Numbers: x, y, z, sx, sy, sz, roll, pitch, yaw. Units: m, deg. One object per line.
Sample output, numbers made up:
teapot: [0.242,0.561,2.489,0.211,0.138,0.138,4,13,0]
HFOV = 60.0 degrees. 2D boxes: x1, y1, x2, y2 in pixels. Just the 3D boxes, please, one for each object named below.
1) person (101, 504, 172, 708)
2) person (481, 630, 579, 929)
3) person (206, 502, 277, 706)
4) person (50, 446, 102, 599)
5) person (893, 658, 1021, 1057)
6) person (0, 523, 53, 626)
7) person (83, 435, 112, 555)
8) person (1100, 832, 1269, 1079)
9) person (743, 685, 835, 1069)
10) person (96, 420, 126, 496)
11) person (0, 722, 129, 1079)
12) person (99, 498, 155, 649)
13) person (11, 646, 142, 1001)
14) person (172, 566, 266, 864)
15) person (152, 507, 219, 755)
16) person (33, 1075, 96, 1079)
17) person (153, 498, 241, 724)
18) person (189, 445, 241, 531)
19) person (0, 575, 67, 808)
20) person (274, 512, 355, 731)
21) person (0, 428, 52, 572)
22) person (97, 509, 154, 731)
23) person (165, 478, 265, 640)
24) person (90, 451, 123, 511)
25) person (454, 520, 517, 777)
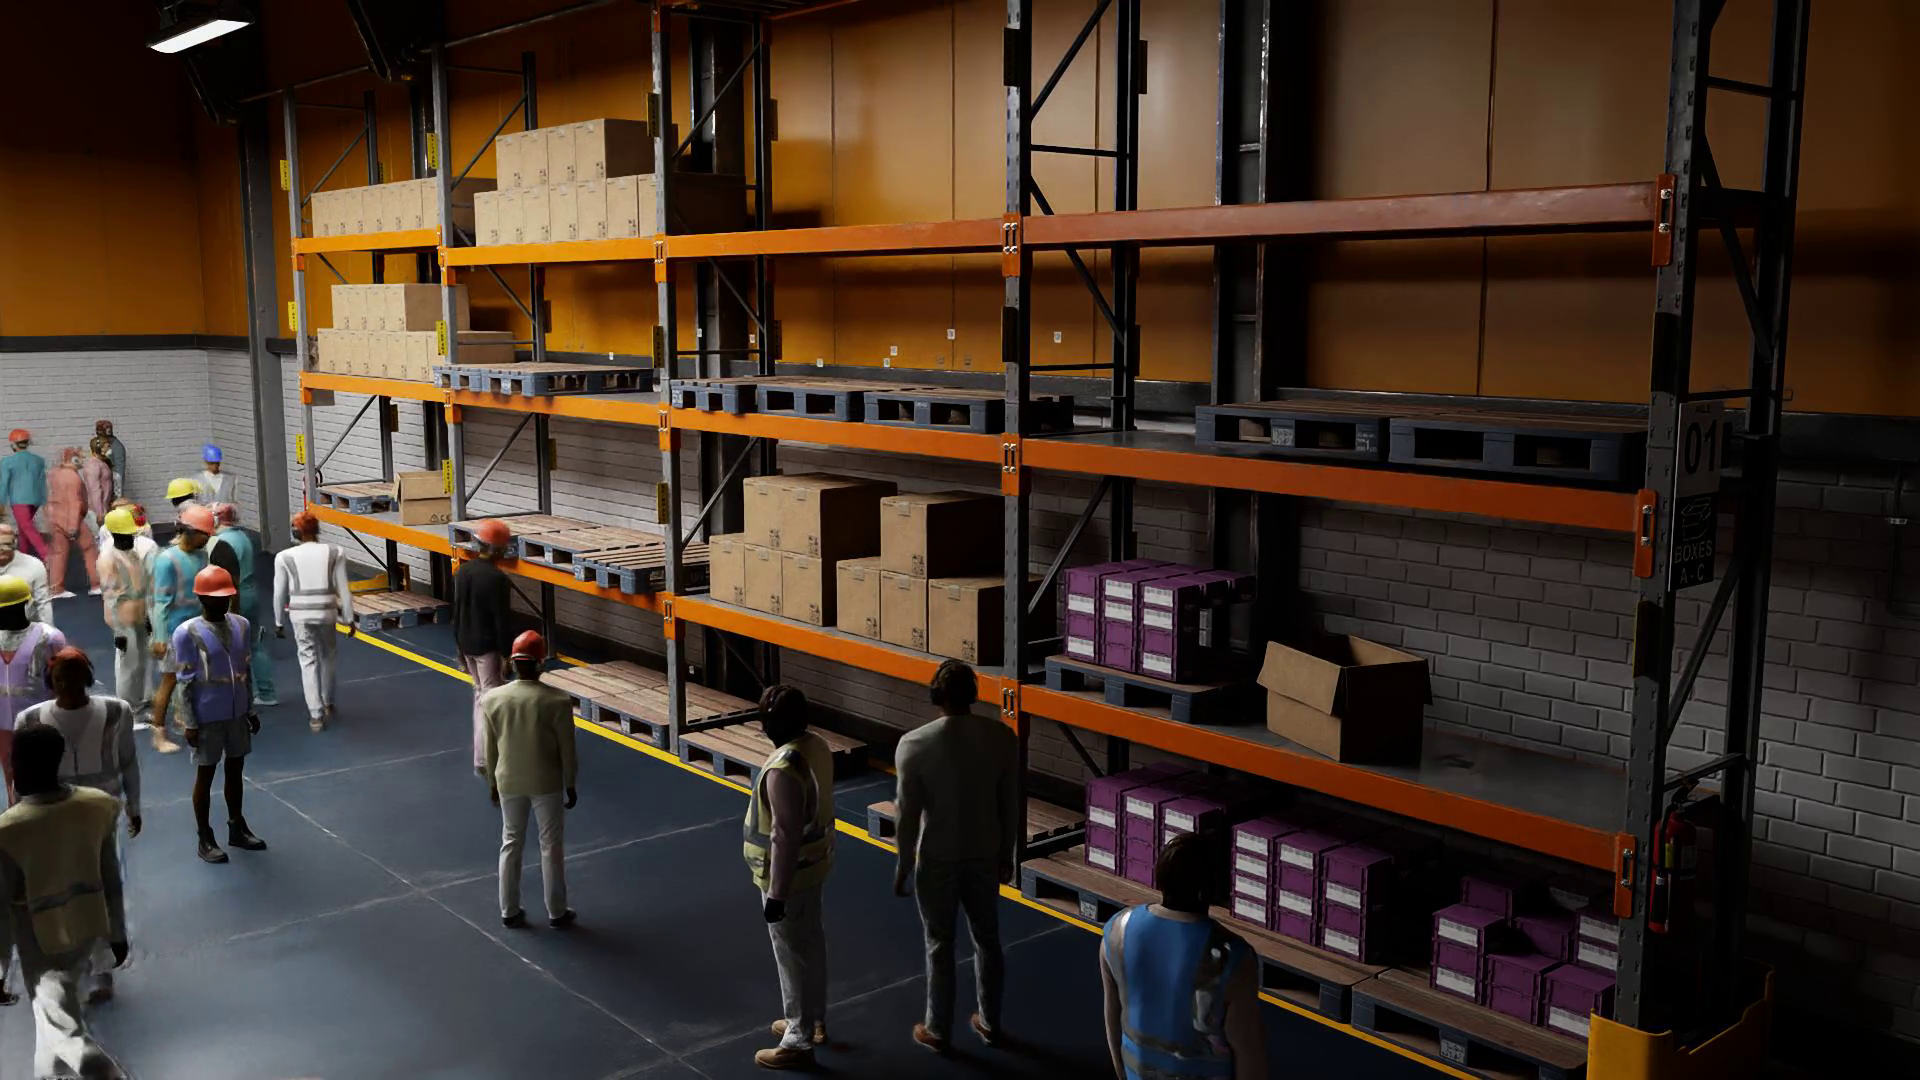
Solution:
person: [-7.421,0.598,14.926,0.585,1.833,0.393,2,8,15]
person: [-2.494,1.391,9.721,0.561,1.742,0.354,1,8,7]
person: [-6.466,0.597,14.839,0.640,1.867,0.655,0,8,0]
person: [-10.820,-0.217,20.445,0.672,1.875,0.835,6,10,37]
person: [-0.011,1.530,8.072,0.629,1.937,0.371,-3,9,-19]
person: [-7.837,0.763,13.675,0.674,1.870,0.916,-5,9,-30]
person: [-11.051,-0.379,21.381,0.375,1.931,0.624,-3,9,-20]
person: [0.791,1.909,5.759,0.627,1.847,0.429,7,11,39]
person: [-0.818,1.595,7.958,0.429,1.839,0.634,1,8,10]
person: [-12.539,-0.816,24.480,0.639,1.909,0.407,6,10,37]
person: [-3.797,1.704,7.084,0.946,1.884,0.599,3,9,18]
person: [-8.574,0.376,17.170,0.537,1.631,0.361,-4,9,-26]
person: [-4.733,1.465,8.928,0.595,1.828,1.001,-3,9,-21]
person: [-4.835,1.124,10.891,0.357,1.938,0.545,4,9,28]
person: [-6.278,0.726,13.471,0.591,1.990,0.717,2,8,13]
person: [-1.850,2.111,3.669,0.535,2.000,0.713,4,9,25]
person: [-6.447,0.611,14.102,0.718,2.000,0.986,-6,10,-38]
person: [-9.138,-0.220,20.368,0.629,1.906,0.993,-5,10,-33]
person: [-6.004,1.165,10.664,0.593,1.918,0.380,1,8,6]
person: [-5.599,0.664,14.398,0.611,1.837,0.941,-4,9,-26]
person: [-12.512,-0.528,22.347,0.990,1.956,0.598,3,9,20]
person: [-7.090,0.678,14.190,0.330,1.900,0.689,-1,8,-4]
person: [-7.571,0.303,16.809,0.810,1.889,0.605,1,8,6]
person: [-11.169,-0.331,21.726,0.492,1.729,0.324,1,8,10]
person: [-3.641,0.832,12.855,0.665,1.971,0.494,8,11,43]
